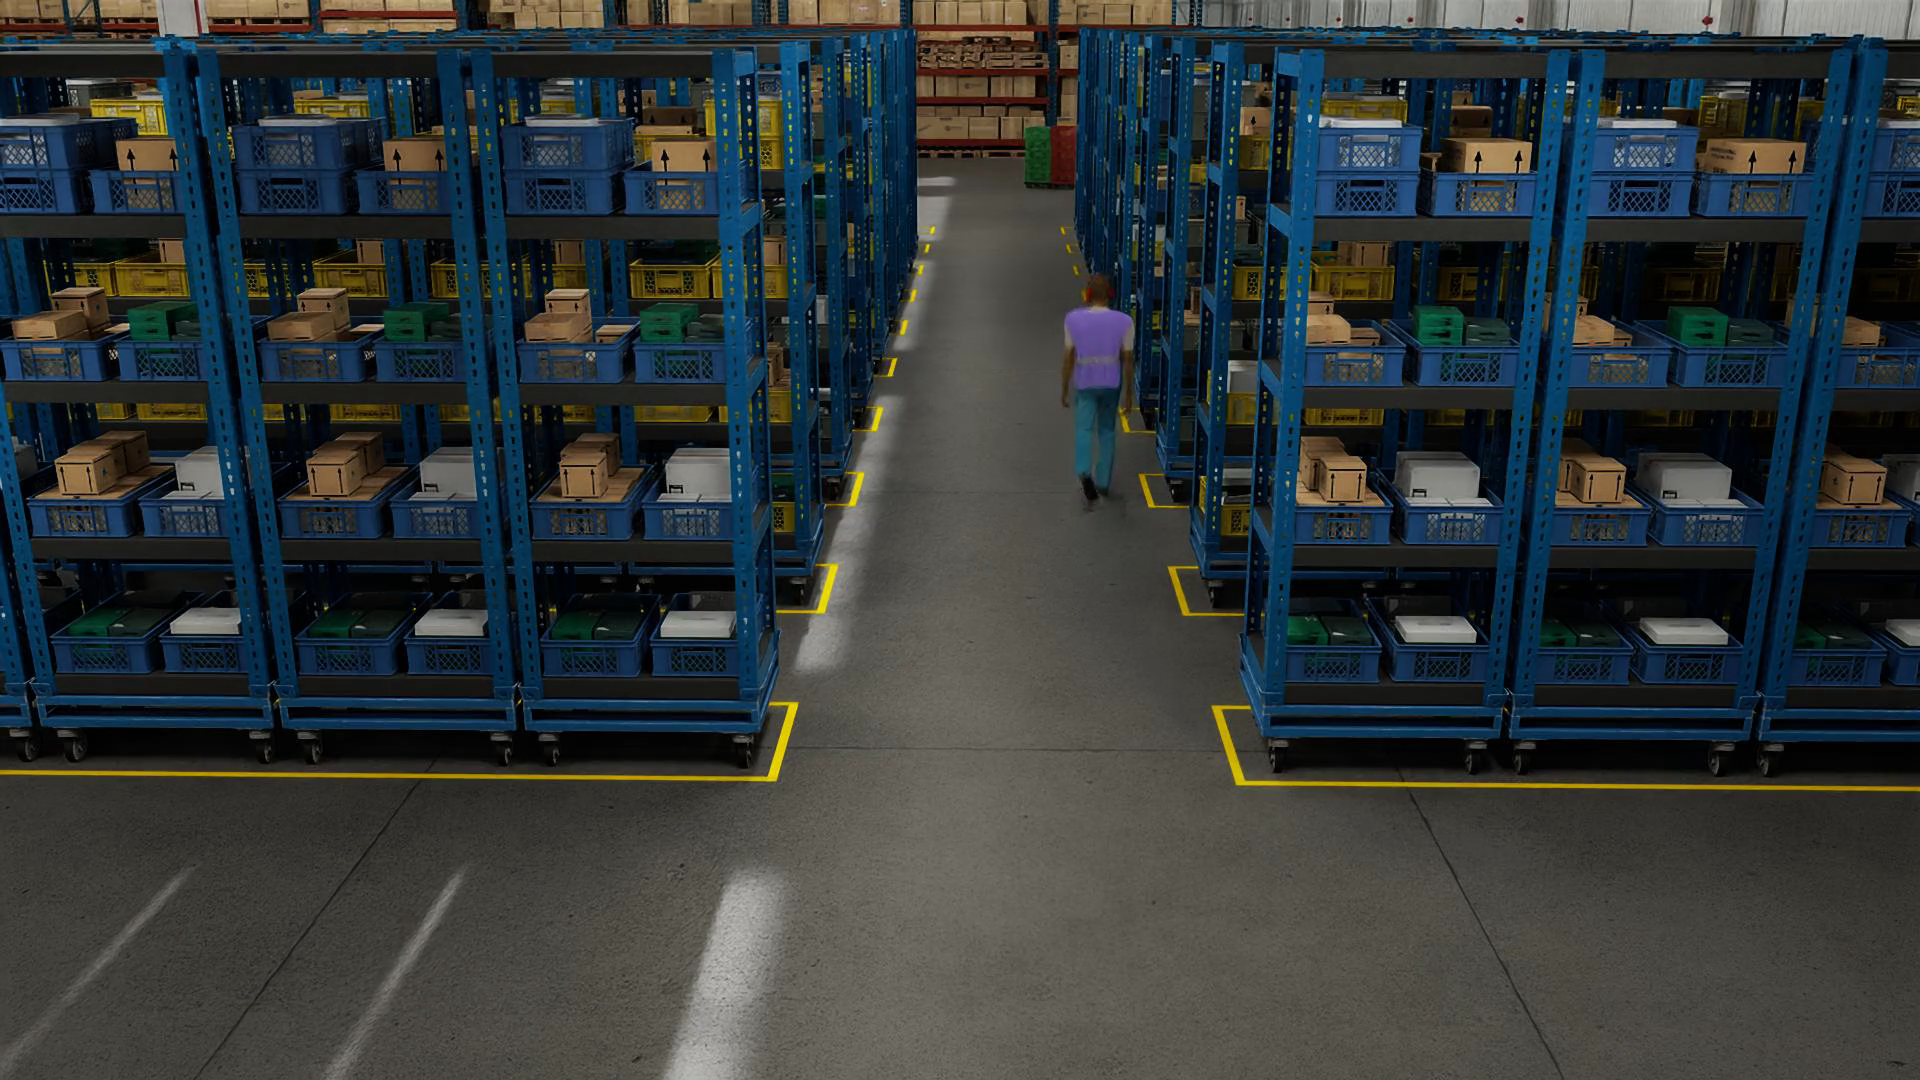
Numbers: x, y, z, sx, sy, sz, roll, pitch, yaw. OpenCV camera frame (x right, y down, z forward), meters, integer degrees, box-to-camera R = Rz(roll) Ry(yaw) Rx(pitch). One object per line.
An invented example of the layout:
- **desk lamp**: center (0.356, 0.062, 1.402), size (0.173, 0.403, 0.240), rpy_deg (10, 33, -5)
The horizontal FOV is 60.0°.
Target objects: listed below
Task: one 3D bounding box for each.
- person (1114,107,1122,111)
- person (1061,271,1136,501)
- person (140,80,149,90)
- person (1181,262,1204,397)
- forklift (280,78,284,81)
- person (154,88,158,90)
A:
- **person**: center (3.310, -8.333, 35.768), size (0.626, 1.926, 0.630), rpy_deg (10, 20, 28)
- **person**: center (1.093, -1.195, 13.174), size (0.587, 1.827, 0.672), rpy_deg (0, 17, 0)
- **person**: center (-26.022, -13.776, 53.253), size (0.430, 1.845, 0.624), rpy_deg (5, 18, 15)
- **person**: center (2.336, -2.379, 16.939), size (0.404, 1.835, 0.587), rpy_deg (-1, 17, -3)
- **forklift**: center (-18.009, -11.344, 43.791), size (1.873, 2.768, 1.129), rpy_deg (0, 17, 1)
- **person**: center (-23.958, -12.679, 49.944), size (0.886, 1.724, 0.549), rpy_deg (-3, 18, -10)
